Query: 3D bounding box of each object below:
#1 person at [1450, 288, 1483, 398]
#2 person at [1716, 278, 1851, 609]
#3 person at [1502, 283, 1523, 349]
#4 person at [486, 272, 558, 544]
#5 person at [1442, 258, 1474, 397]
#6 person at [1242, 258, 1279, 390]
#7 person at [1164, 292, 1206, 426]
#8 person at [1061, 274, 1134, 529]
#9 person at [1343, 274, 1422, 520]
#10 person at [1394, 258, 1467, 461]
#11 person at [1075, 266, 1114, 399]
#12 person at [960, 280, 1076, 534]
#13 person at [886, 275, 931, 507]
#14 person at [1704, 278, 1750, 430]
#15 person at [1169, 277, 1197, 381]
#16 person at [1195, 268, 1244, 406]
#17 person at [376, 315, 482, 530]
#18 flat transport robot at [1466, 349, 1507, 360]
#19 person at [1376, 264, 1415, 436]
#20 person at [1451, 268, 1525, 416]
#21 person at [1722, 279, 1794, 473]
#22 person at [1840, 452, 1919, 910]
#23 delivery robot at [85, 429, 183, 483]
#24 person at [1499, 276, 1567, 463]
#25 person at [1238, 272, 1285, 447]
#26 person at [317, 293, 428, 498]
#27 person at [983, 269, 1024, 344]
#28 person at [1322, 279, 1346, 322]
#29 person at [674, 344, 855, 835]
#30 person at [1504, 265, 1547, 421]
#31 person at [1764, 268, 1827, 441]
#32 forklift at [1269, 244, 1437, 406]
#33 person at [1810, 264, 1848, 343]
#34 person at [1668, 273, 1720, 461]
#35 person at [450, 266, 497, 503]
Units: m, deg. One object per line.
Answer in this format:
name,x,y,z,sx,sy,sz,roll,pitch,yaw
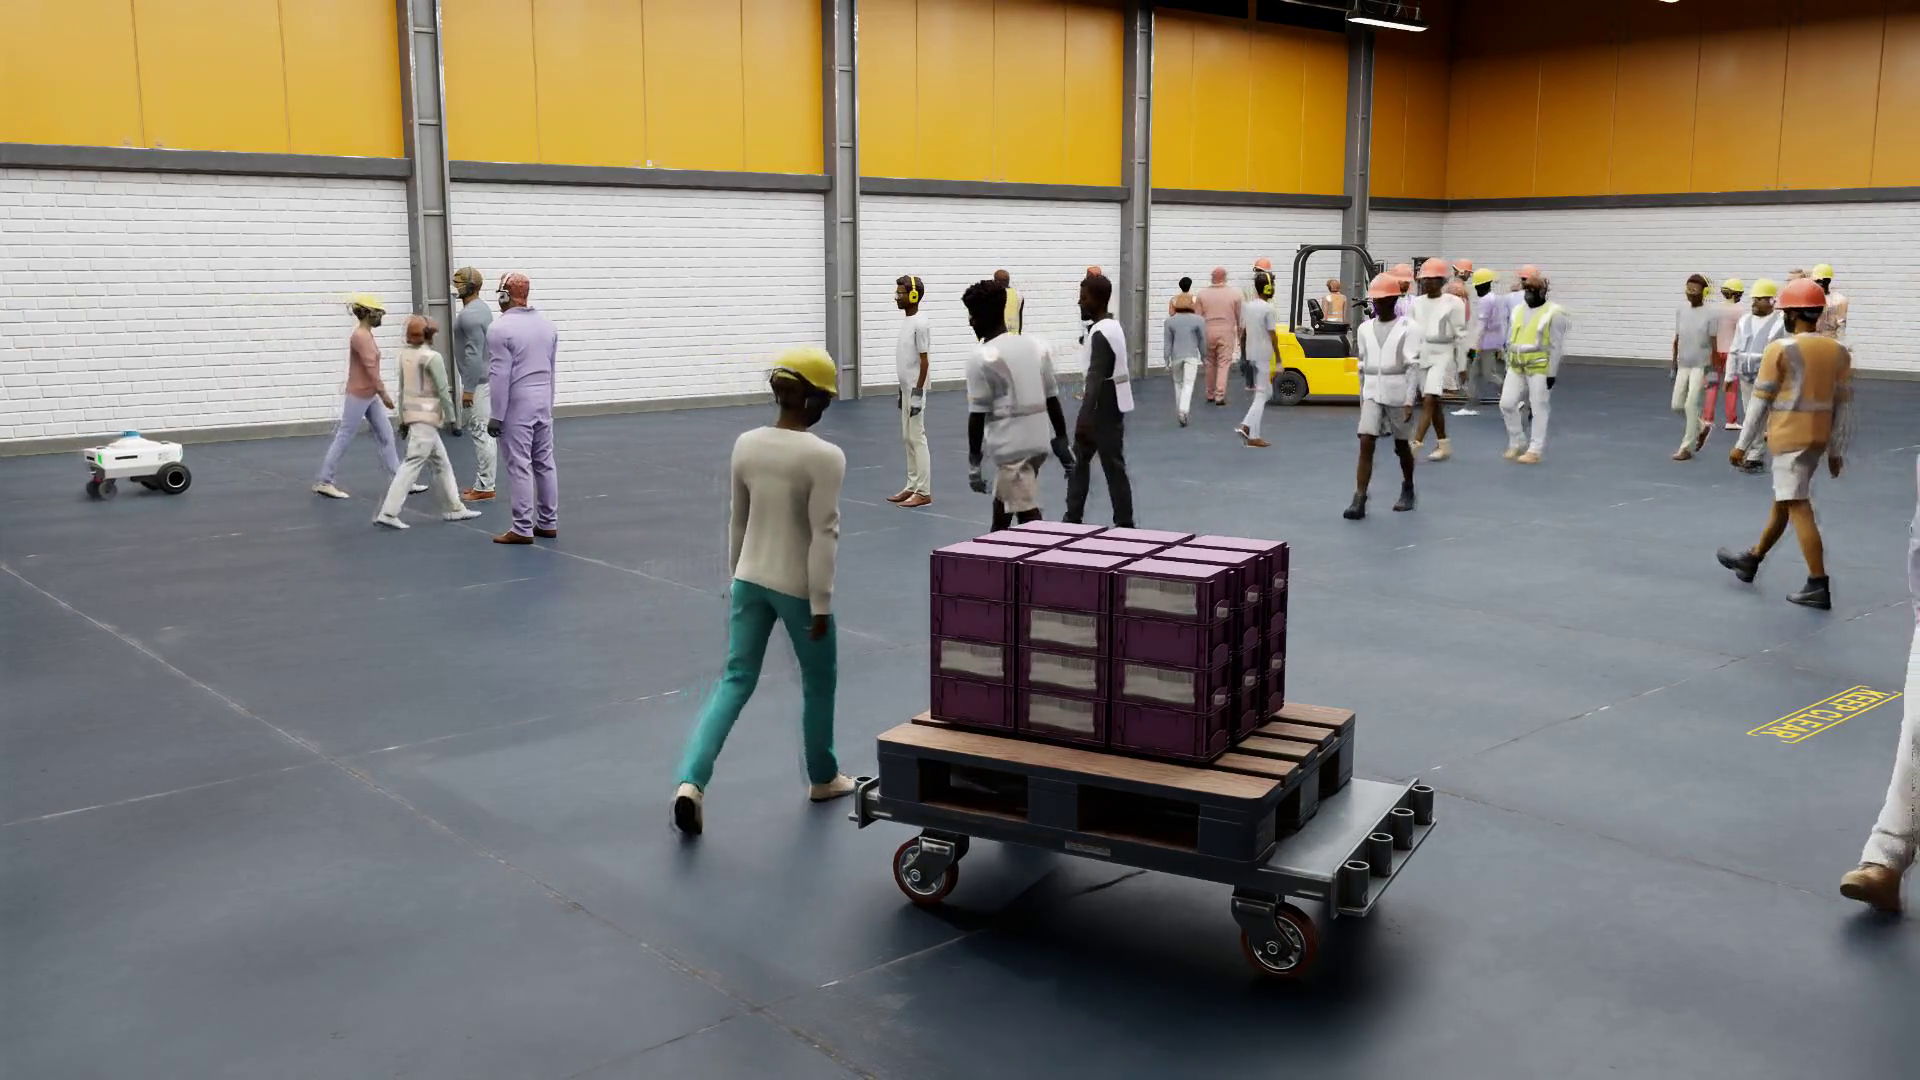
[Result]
person,6.854,-2.721,23.212,0.553,1.582,0.884,-9,13,-41
person,4.860,-0.587,9.831,0.555,1.881,1.015,-3,10,-19
person,8.046,-2.888,24.058,0.521,1.634,0.347,-9,13,-41
person,-3.110,-0.923,11.735,0.401,1.910,0.642,5,11,26
person,7.211,-3.071,24.081,0.393,1.985,0.611,0,10,1
person,4.528,-3.240,25.043,0.612,1.995,0.378,8,13,40
person,2.677,-2.172,19.948,0.494,1.600,0.833,4,10,20
person,0.857,-0.881,11.521,0.818,1.888,0.629,1,10,6
person,3.340,-1.125,12.973,0.555,1.893,0.986,7,12,37
person,4.521,-1.721,16.140,1.052,1.989,0.636,-8,13,-40
person,1.898,-2.900,23.374,0.361,1.886,0.574,-9,13,-42
person,0.314,-0.516,9.405,0.993,1.889,0.671,8,12,39
person,-0.405,-1.200,13.464,0.328,1.872,0.513,-3,10,-18
person,8.964,-2.166,19.431,0.317,1.766,0.534,-8,13,-41
person,3.628,-3.399,26.874,0.529,1.689,0.321,4,11,23
person,3.567,-2.787,22.784,0.645,1.864,0.862,4,10,21
person,-4.024,-0.882,12.430,0.875,1.592,0.501,-9,13,-41
flat transport robot,10.164,-3.571,32.023,1.431,0.197,0.652,3,10,18
person,4.933,-2.130,18.720,0.553,1.933,0.370,-4,10,-20
person,6.662,-2.455,20.801,0.842,1.885,0.590,4,10,21
person,7.406,-1.523,15.538,0.702,1.807,0.612,-5,11,-29
person,3.173,0.266,5.122,0.999,1.786,0.629,-7,12,-35
delivery robot,-6.987,-0.693,14.068,0.477,0.478,0.707,9,13,43
person,5.543,-1.649,16.204,0.521,1.829,0.653,-6,12,-33
person,3.217,-1.896,17.580,0.408,1.853,0.524,-4,10,-21
person,-5.010,-1.204,13.966,0.885,1.709,0.538,-2,10,-11
person,0.577,-2.794,22.878,0.620,1.845,0.430,-6,11,-32
person,6.305,-3.587,28.120,0.523,1.636,0.311,-5,11,-27
person,-0.684,0.172,5.886,0.548,1.716,0.875,7,12,34
person,6.944,-2.404,20.381,0.552,1.905,0.792,8,12,38
person,8.971,-1.992,18.020,0.508,1.892,0.671,-5,11,-28
forklift,5.256,-2.933,22.661,2.313,2.155,1.214,3,10,16
person,10.197,-2.307,19.779,0.367,1.928,0.584,-7,12,-37
person,7.330,-1.715,16.531,0.615,1.857,0.516,-5,11,-28
person,-4.001,-1.274,13.697,0.372,1.940,0.630,-2,10,-10
